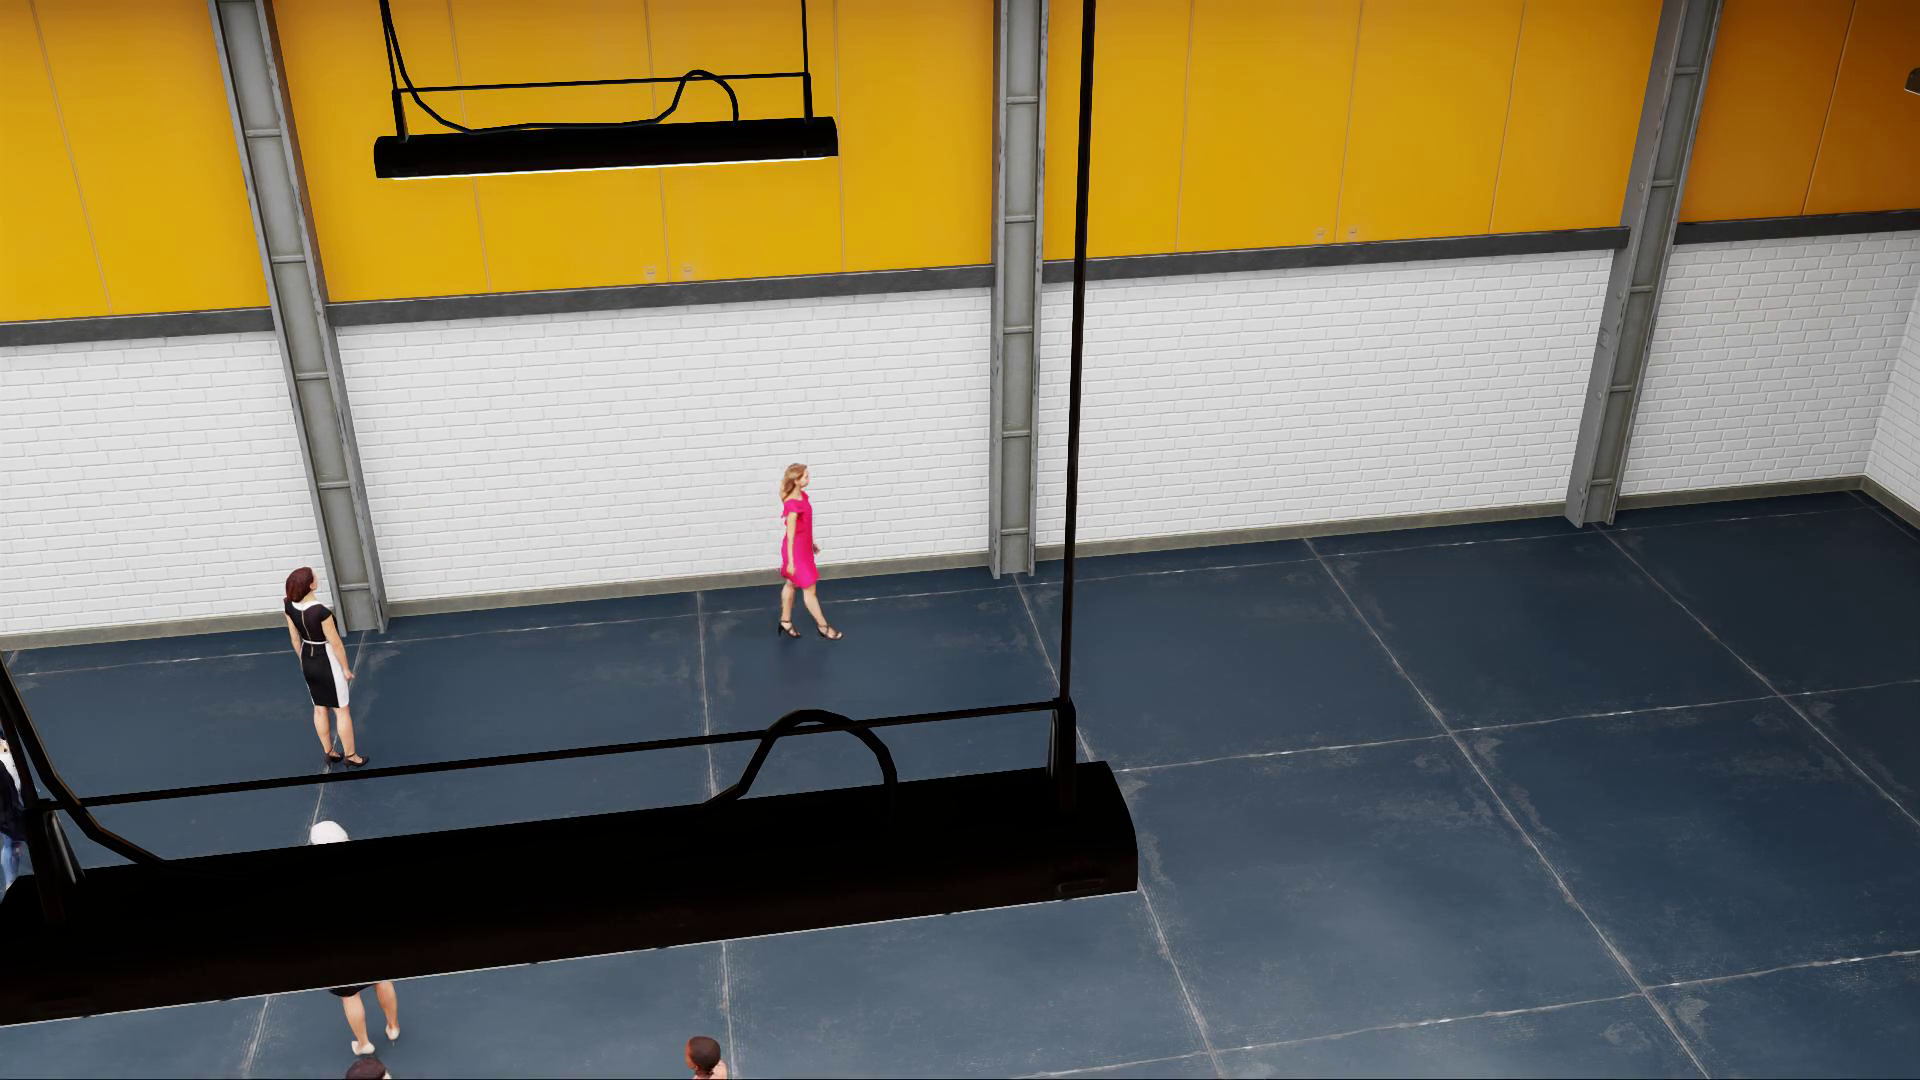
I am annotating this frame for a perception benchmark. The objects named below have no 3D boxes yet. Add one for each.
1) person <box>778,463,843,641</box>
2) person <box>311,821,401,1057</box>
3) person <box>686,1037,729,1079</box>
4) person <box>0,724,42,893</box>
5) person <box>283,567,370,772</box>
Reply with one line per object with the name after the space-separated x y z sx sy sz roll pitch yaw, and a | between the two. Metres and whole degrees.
-1.504 0.110 14.569 0.868 1.711 0.689 1 29 3 | person
-3.728 2.467 10.206 0.649 1.752 0.777 -22 35 -34 | person
-1.317 3.288 9.196 0.946 1.277 0.793 11 31 20 | person
-6.674 1.836 11.452 0.740 1.667 0.643 -7 29 -13 | person
-4.912 1.004 12.842 0.576 1.796 0.708 9 30 16 | person
